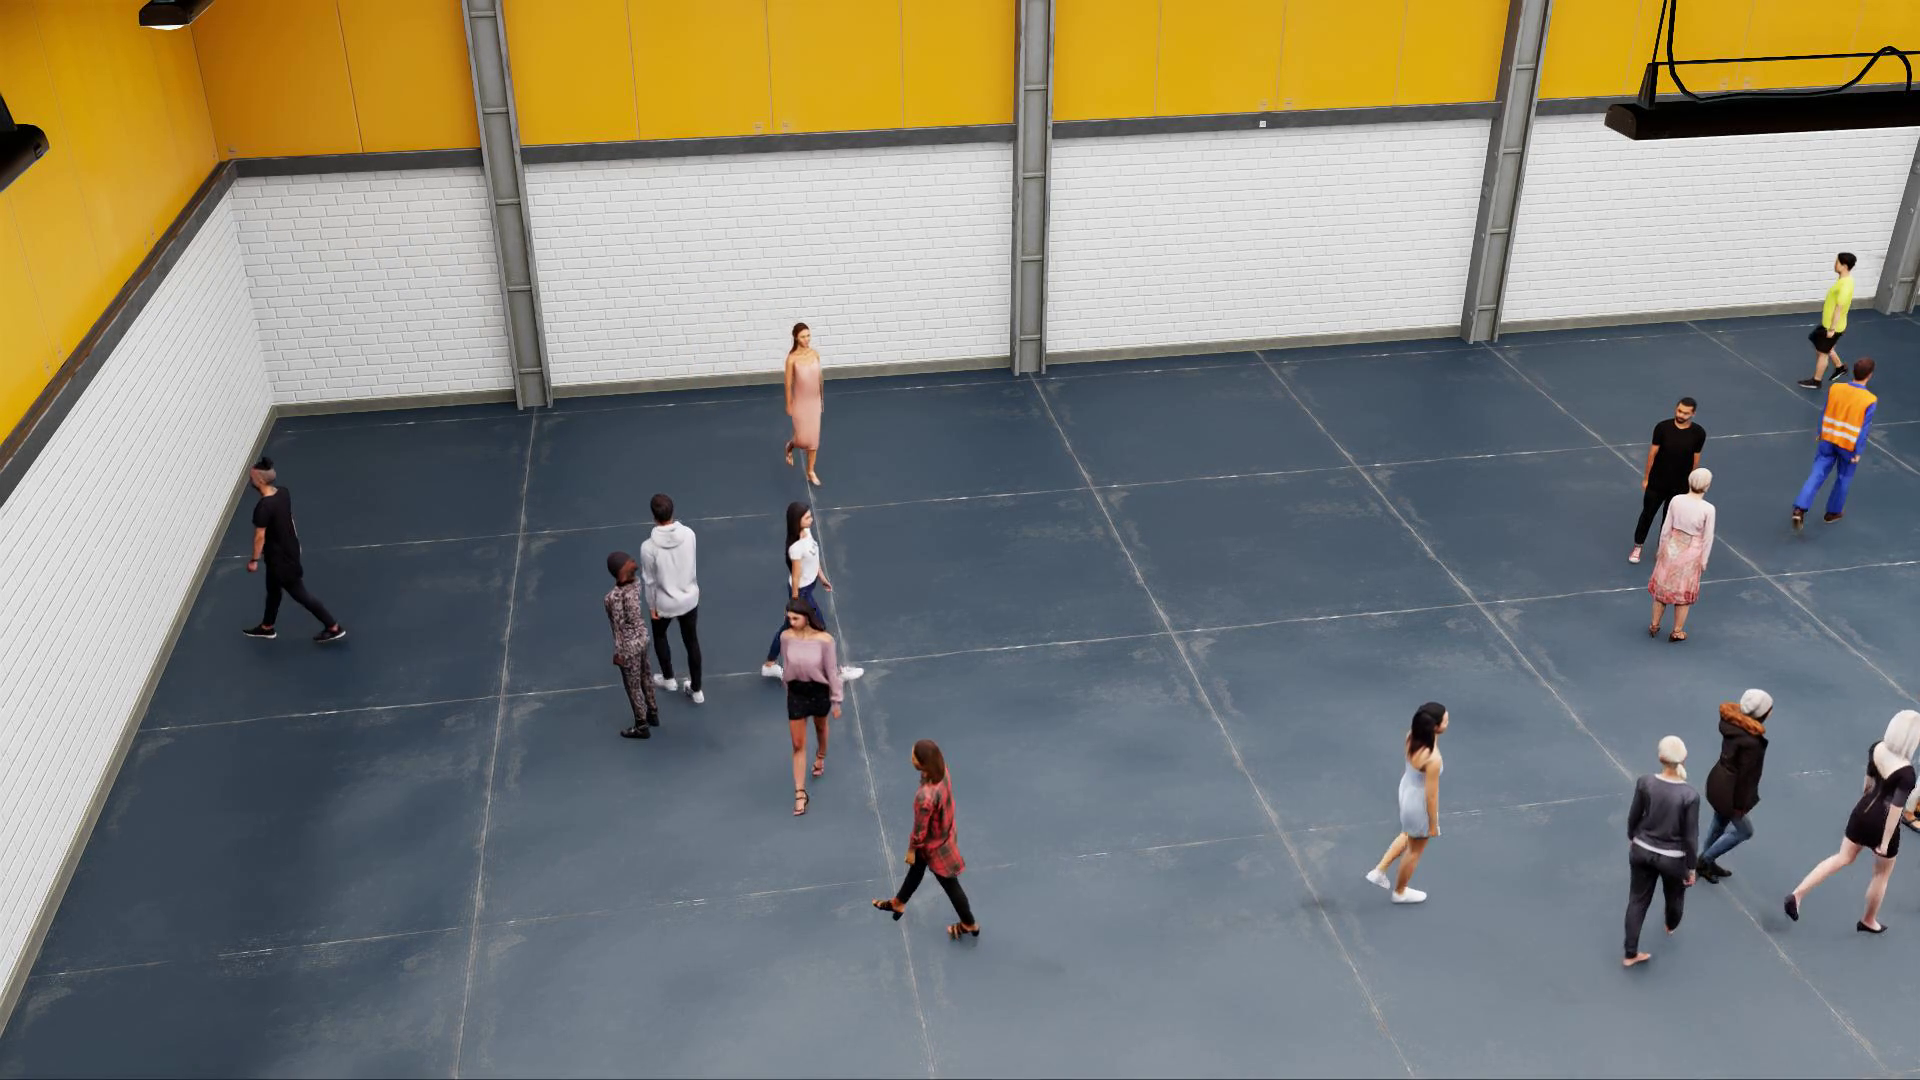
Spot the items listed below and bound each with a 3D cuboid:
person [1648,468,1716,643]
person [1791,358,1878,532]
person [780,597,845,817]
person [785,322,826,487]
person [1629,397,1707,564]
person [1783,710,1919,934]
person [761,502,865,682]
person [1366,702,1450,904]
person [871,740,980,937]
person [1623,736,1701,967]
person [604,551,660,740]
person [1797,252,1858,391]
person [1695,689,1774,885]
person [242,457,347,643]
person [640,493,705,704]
[{"bbox_3d":[6.443,0.137,14.838,0.698,1.691,0.748,22,35,34],"label":"person"},{"bbox_3d":[8.744,-0.921,16.629,1.282,1.834,1.066,-22,36,-35],"label":"person"},{"bbox_3d":[-1.126,1.180,12.857,1.141,1.757,0.963,4,29,7],"label":"person"},{"bbox_3d":[-1.680,-1.466,17.641,0.832,1.822,0.836,-20,34,-32],"label":"person"},{"bbox_3d":[6.857,-0.581,16.087,0.636,1.756,0.762,8,30,15],"label":"person"},{"bbox_3d":[6.167,1.959,11.378,1.014,1.807,0.613,-4,29,-7],"label":"person"},{"bbox_3d":[-1.437,0.477,14.177,1.154,1.728,0.694,-1,29,-2],"label":"person"},{"bbox_3d":[3.115,1.861,11.648,0.692,1.720,0.587,-5,29,-9],"label":"person"},{"bbox_3d":[-0.071,2.082,11.304,1.108,1.660,0.865,7,29,12],"label":"person"},{"bbox_3d":[4.665,2.138,11.173,1.015,1.688,1.094,24,37,37],"label":"person"},{"bbox_3d":[-2.665,0.844,13.518,0.674,1.714,0.653,10,30,18],"label":"person"},{"bbox_3d":[10.500,-2.591,19.832,0.911,1.697,0.824,11,30,19],"label":"person"},{"bbox_3d":[5.467,1.769,11.909,0.698,1.630,0.706,4,29,6],"label":"person"},{"bbox_3d":[-5.918,0.140,14.698,1.175,1.821,0.736,-3,29,-5],"label":"person"},{"bbox_3d":[-2.332,0.533,13.888,0.841,1.905,0.901,-16,32,-27],"label":"person"}]
